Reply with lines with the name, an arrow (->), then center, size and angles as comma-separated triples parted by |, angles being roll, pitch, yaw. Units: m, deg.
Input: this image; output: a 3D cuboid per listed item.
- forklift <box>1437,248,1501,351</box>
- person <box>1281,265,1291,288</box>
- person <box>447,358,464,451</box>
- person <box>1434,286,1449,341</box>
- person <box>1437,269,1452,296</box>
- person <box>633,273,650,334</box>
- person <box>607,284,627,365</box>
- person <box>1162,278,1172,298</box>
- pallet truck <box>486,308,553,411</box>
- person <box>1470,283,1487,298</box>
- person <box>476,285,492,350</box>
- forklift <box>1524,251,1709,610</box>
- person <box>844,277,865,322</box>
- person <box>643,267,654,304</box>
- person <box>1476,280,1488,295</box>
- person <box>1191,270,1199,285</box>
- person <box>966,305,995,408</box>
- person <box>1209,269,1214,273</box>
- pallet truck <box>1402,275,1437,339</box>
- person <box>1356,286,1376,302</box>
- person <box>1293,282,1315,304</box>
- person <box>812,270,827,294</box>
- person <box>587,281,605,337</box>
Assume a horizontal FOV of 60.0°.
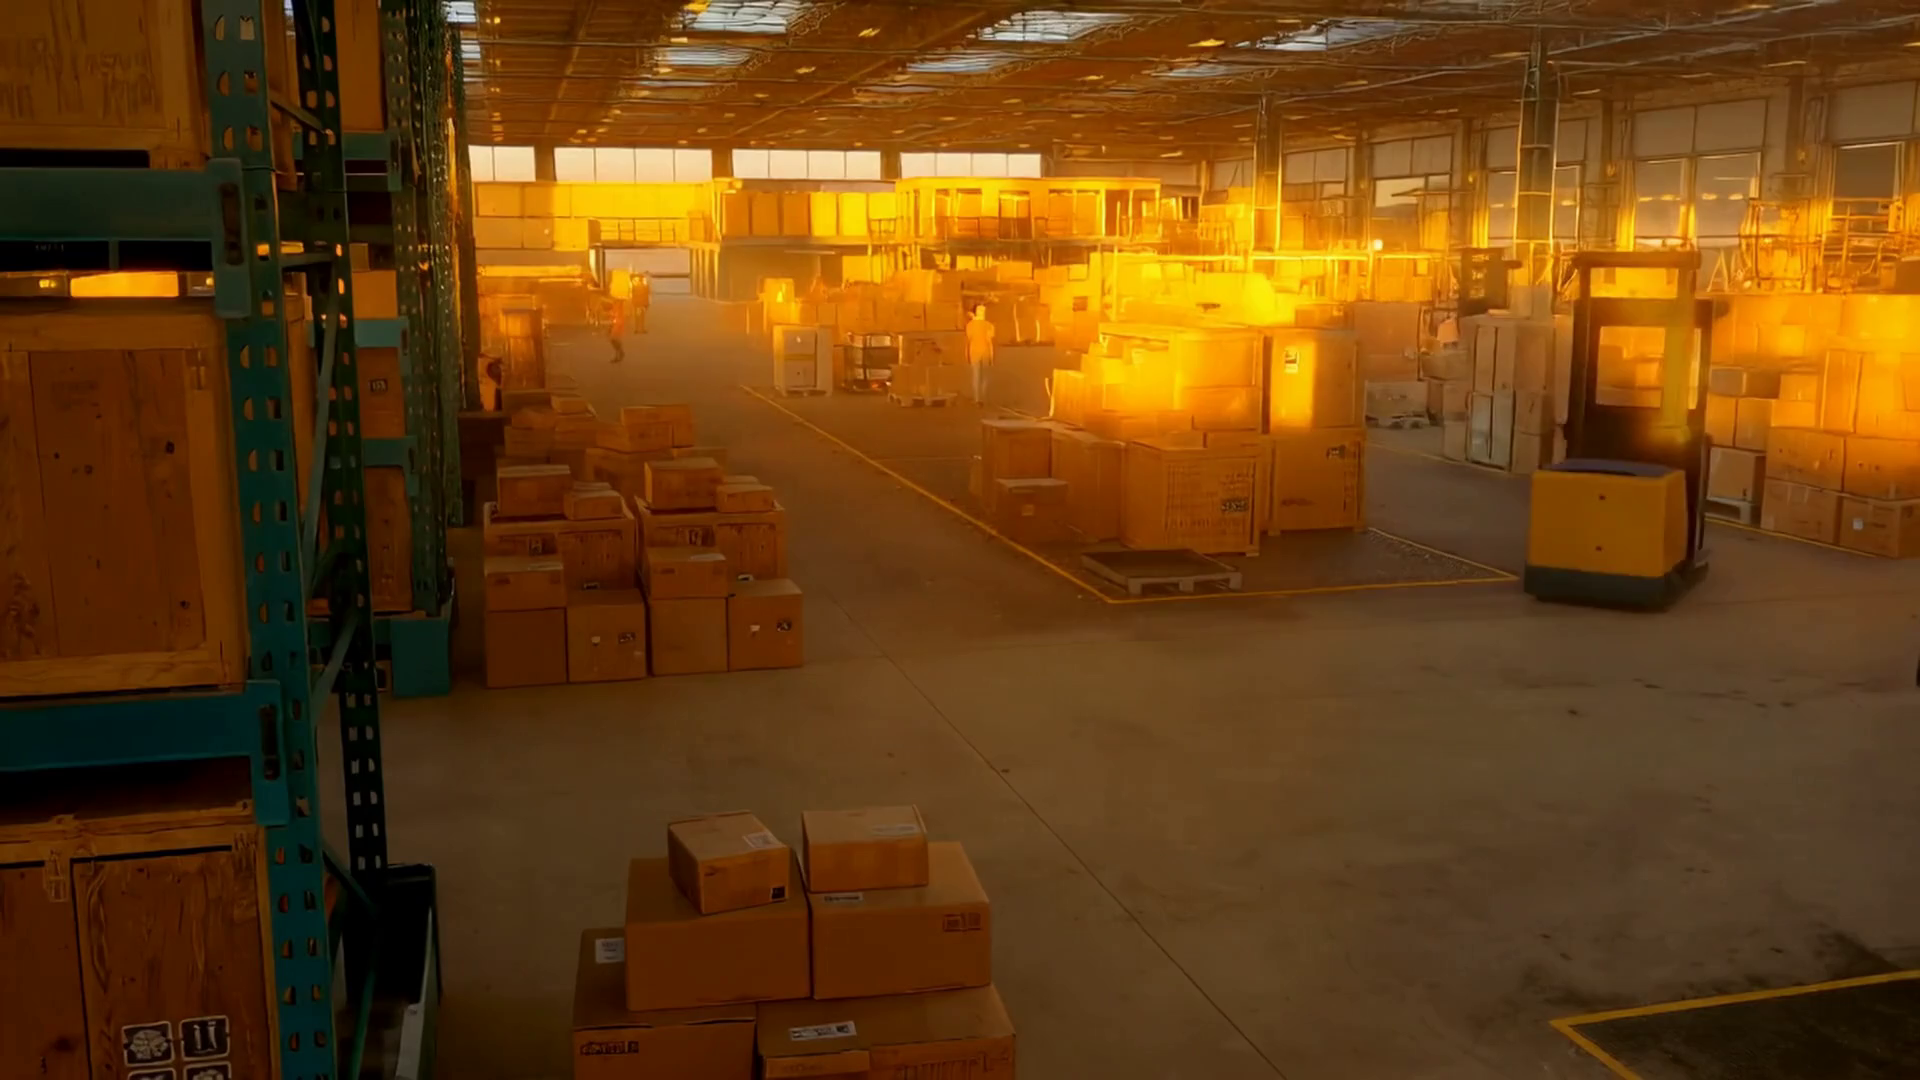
forklift -> 12.424, -5.609, 39.935 | 1.129, 2.768, 1.873 | -3, 10, -15
person -> 17.042, -13.469, 87.209 | 0.587, 1.909, 0.800 | -4, 11, -23
person -> -6.170, -1.459, 19.999 | 0.631, 1.618, 0.524 | -3, 10, -14
person -> 14.550, -6.819, 50.170 | 0.322, 1.690, 0.532 | -3, 10, -16
person -> 21.130, -10.872, 72.570 | 0.629, 1.890, 1.018 | 2, 10, 13
person -> -10.501, -7.797, 54.847 | 0.399, 1.987, 0.612 | 10, 14, 44
person -> -8.314, -5.210, 40.295 | 0.410, 1.950, 0.639 | 3, 10, 15
person -> 6.656, -7.492, 53.505 | 0.328, 1.861, 0.503 | 0, 10, 0
pallet truck -> -6.242, -2.418, 24.362 | 0.823, 1.965, 1.885 | 1, 10, 3
person -> 14.294, -6.155, 45.878 | 0.634, 1.883, 1.037 | -6, 11, -29
person -> -13.310, -6.216, 46.411 | 0.590, 1.811, 0.530 | 3, 10, 16
forklift -> 5.486, -0.972, 13.675 | 1.129, 2.768, 1.873 | 7, 12, 33
person -> -3.296, -7.256, 52.027 | 0.689, 1.914, 0.437 | -7, 12, -33
person -> -15.541, -12.660, 82.820 | 0.604, 1.828, 0.971 | -4, 11, -20
person -> 16.592, -7.299, 52.547 | 0.630, 1.813, 0.835 | 3, 11, 17
person -> 9.262, -9.642, 65.459 | 0.379, 1.933, 0.629 | 7, 12, 36
person -> 0.359, -3.280, 29.744 | 0.529, 1.834, 0.934 | 1, 10, 4
person -> 12.206, -12.295, 80.900 | 0.616, 1.796, 0.983 | 6, 12, 33
pallet truck -> 14.620, -7.324, 52.145 | 0.823, 1.965, 1.885 | 8, 13, 40
person -> 9.799, -5.166, 40.152 | 0.388, 1.919, 0.594 | -9, 14, -43
person -> 9.165, -5.932, 44.471 | 0.586, 1.924, 0.370 | 4, 11, 23
person -> -4.917, -8.446, 58.375 | 0.538, 2.000, 0.684 | -4, 11, -22
person -> -11.565, -7.330, 52.835 | 0.534, 1.767, 0.314 | 3, 11, 18
